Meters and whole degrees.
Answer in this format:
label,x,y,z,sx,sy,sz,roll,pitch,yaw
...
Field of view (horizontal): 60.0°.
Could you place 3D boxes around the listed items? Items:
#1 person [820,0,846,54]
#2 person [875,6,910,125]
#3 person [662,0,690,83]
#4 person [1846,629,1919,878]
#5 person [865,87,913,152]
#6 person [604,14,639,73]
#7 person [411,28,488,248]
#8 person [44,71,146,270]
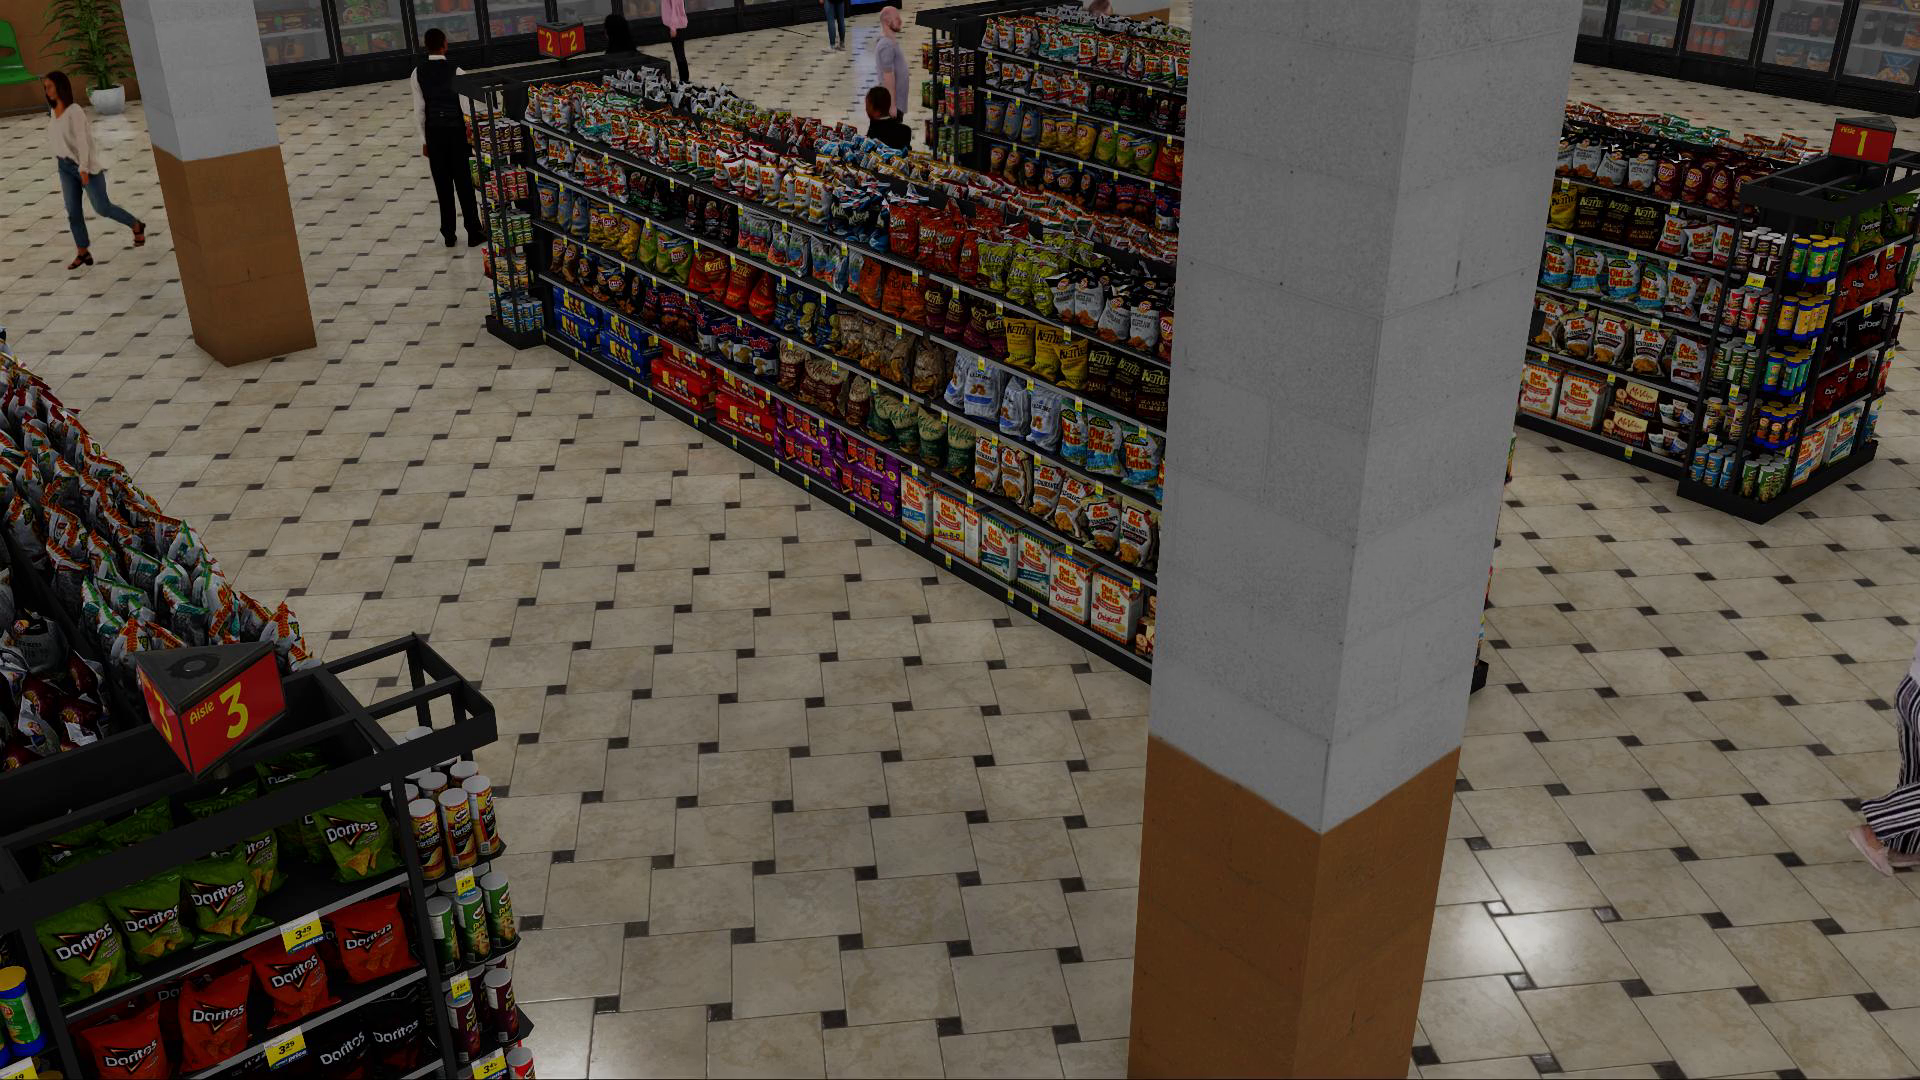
label,x,y,z,sx,sy,sz,roll,pitch,yaw
person,-1.771,-7.675,23.265,0.579,1.637,0.643,23,35,37
person,-0.690,-4.340,16.468,0.825,1.837,0.721,-3,27,-6
person,-3.529,-6.429,20.752,0.743,1.688,0.640,-4,27,-8
person,3.976,0.672,6.773,0.942,1.667,0.881,2,27,3
person,-0.500,-2.503,12.785,0.793,1.893,0.817,17,32,30
person,-3.422,-4.662,17.373,1.131,1.592,1.033,4,27,8
person,-4.596,-3.603,14.925,0.776,1.917,0.816,0,27,0
person,-7.561,-3.224,14.466,1.025,1.657,0.893,15,30,26
